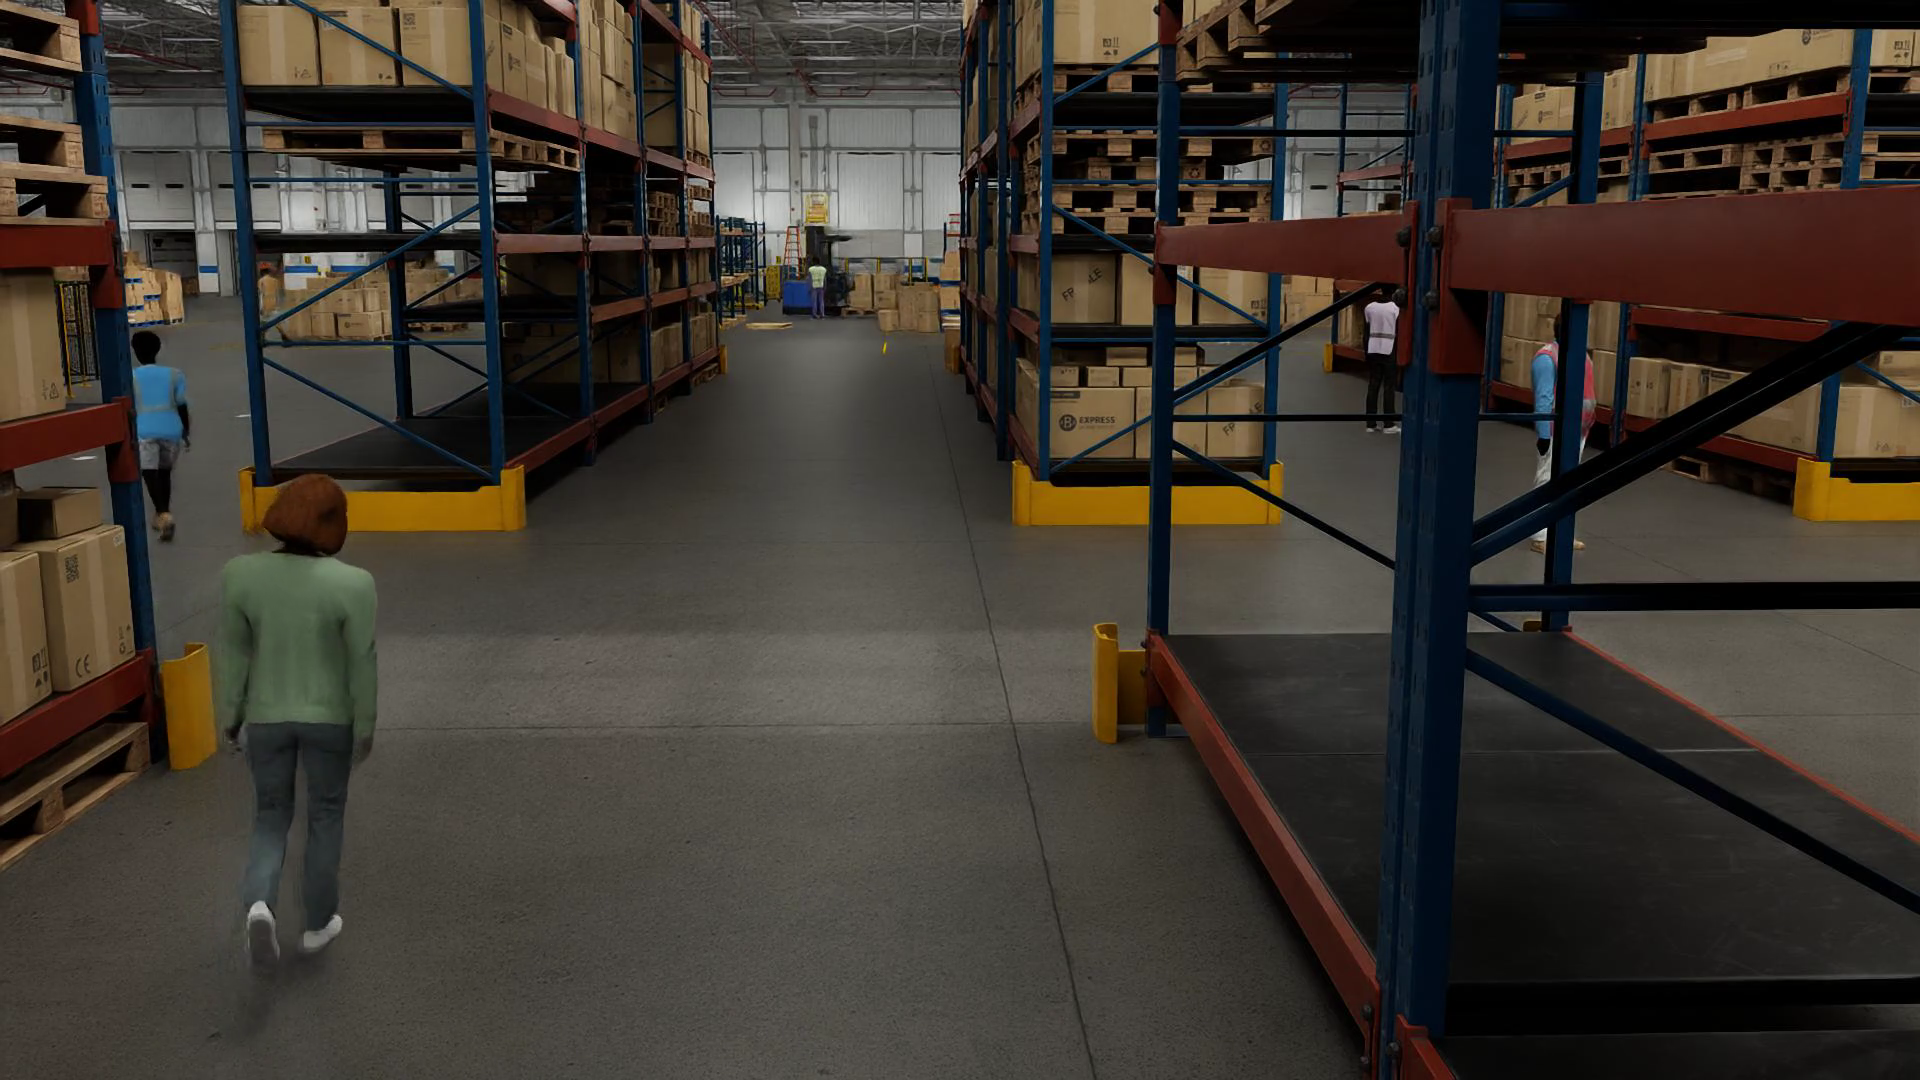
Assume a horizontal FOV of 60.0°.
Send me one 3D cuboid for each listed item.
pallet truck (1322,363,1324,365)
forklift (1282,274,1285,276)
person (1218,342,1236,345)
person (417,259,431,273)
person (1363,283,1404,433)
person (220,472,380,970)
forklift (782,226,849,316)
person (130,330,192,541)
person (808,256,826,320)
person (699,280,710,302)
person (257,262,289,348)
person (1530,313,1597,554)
[{"bbox_3d":[7.712,-4.157,30.737,1.885,1.965,0.823,3,11,16],"label":"pallet truck"},{"bbox_3d":[12.251,-10.249,62.214,1.129,2.768,1.873,0,10,-2],"label":"forklift"},{"bbox_3d":[6.101,-5.371,37.870,0.535,1.864,0.309,-7,12,-33],"label":"person"},{"bbox_3d":[-15.413,-7.110,47.643,0.928,1.837,0.548,5,11,25],"label":"person"},{"bbox_3d":[5.216,-2.266,20.428,0.376,1.916,0.600,-9,13,-40],"label":"person"},{"bbox_3d":[-2.126,0.595,5.324,0.528,1.610,0.529,-1,10,-4],"label":"person"},{"bbox_3d":[-4.543,-8.410,51.974,1.873,2.768,1.129,3,11,15],"label":"forklift"},{"bbox_3d":[-6.367,-0.834,13.179,0.541,1.663,0.844,-9,13,-41],"label":"person"},{"bbox_3d":[-4.264,-7.520,49.732,0.583,1.910,0.391,-6,12,-28],"label":"person"},{"bbox_3d":[-5.798,-5.258,37.024,0.612,1.944,0.785,5,12,28],"label":"person"},{"bbox_3d":[-15.233,-5.181,36.747,0.844,1.912,0.556,6,12,31],"label":"person"},{"bbox_3d":[4.551,-0.811,12.535,0.636,1.842,0.429,-9,13,-40],"label":"person"}]
